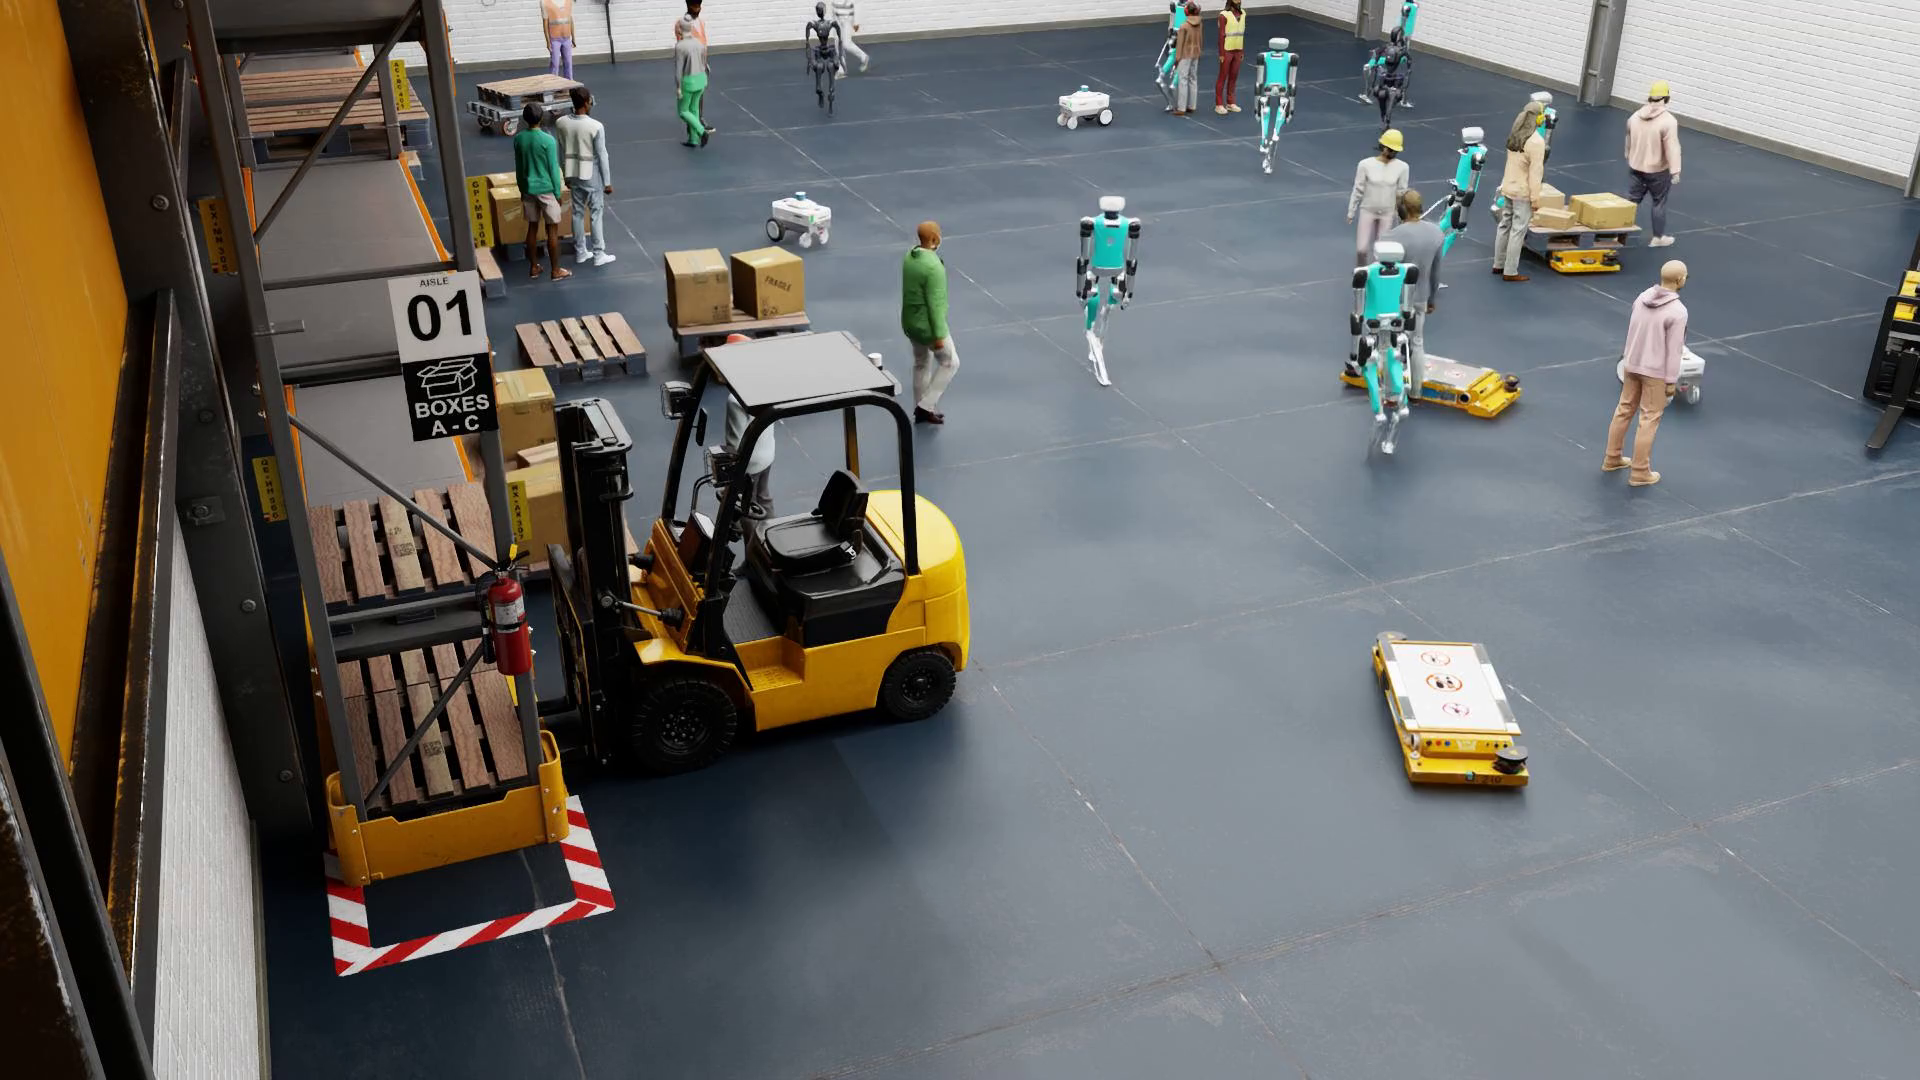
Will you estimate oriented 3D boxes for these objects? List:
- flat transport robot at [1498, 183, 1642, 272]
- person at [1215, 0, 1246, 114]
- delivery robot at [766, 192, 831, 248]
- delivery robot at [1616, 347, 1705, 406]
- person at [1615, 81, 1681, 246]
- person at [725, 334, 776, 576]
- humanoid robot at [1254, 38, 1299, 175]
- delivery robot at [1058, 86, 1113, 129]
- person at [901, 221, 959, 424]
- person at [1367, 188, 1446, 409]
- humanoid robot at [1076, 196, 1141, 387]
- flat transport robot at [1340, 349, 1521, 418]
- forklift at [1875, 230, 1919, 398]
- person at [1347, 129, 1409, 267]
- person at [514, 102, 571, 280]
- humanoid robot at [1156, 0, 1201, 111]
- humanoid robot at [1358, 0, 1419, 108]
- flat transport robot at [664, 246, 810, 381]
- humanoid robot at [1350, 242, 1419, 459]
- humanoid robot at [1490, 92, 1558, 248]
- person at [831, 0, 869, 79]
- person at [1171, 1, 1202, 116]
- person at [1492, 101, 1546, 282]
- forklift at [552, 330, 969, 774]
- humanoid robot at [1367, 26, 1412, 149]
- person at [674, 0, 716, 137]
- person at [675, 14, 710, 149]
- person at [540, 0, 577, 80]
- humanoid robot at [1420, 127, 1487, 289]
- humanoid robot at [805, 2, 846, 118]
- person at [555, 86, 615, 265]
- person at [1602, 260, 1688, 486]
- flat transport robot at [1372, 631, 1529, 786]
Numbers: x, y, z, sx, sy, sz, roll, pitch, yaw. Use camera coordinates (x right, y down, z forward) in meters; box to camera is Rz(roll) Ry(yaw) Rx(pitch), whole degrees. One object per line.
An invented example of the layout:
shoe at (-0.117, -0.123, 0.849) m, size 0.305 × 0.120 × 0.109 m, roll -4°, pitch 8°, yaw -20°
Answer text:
flat transport robot at (6.725, -3.267, 18.485) m, size 0.659 × 0.231 × 1.431 m, roll -2°, pitch 27°, yaw -4°
person at (4.026, -7.273, 24.783) m, size 0.476 × 1.768 × 0.368 m, roll -17°, pitch 31°, yaw -30°
delivery robot at (-1.836, -3.658, 18.963) m, size 0.783 × 0.612 × 0.520 m, roll 22°, pitch 34°, yaw 37°
delivery robot at (6.250, -1.556, 14.768) m, size 0.499 × 0.598 × 0.779 m, roll -5°, pitch 27°, yaw -10°
person at (7.744, -4.187, 18.590) m, size 0.631 × 1.833 × 0.816 m, roll -16°, pitch 31°, yaw -29°
person at (-1.468, -0.589, 11.520) m, size 0.345 × 1.740 × 0.572 m, roll 9°, pitch 28°, yaw 17°
humanoid robot at (3.992, -5.478, 21.263) m, size 0.536 × 1.737 × 1.008 m, roll 7°, pitch 28°, yaw 14°
delivery robot at (1.835, -6.298, 24.217) m, size 0.791 × 0.614 × 0.499 m, roll -14°, pitch 30°, yaw -26°
person at (-0.261, -1.793, 13.900) m, size 0.443 × 1.763 × 0.546 m, roll -17°, pitch 31°, yaw -29°
person at (3.800, -2.043, 14.229) m, size 0.658 × 1.927 × 0.386 m, roll -10°, pitch 28°, yaw -19°
humanoid robot at (1.292, -2.321, 15.025) m, size 0.540 × 1.754 × 0.976 m, roll 0°, pitch 27°, yaw -1°
flat transport robot at (4.189, -1.425, 14.821) m, size 1.431 × 0.231 × 0.659 m, roll 20°, pitch 33°, yaw 34°
forklift at (9.029, -2.397, 14.618) m, size 1.214 × 2.155 × 2.313 m, roll 18°, pitch 32°, yaw 32°
person at (4.242, -3.307, 16.918) m, size 0.577 × 1.740 × 0.370 m, roll 2°, pitch 27°, yaw 5°
person at (-4.450, -3.670, 17.551) m, size 0.516 × 1.837 × 0.406 m, roll 10°, pitch 28°, yaw 18°
humanoid robot at (3.161, -7.184, 24.745) m, size 0.702 × 1.875 × 0.530 m, roll -24°, pitch 35°, yaw -39°
humanoid robot at (6.446, -7.403, 25.135) m, size 1.034 × 1.765 × 0.534 m, roll 15°, pitch 30°, yaw 27°
flat transport robot at (-2.076, -1.849, 15.666) m, size 0.659 × 0.231 × 1.431 m, roll -7°, pitch 28°, yaw -14°
humanoid robot at (3.386, -1.379, 13.167) m, size 0.554 × 1.855 × 0.741 m, roll -3°, pitch 27°, yaw -7°
humanoid robot at (6.129, -4.020, 18.351) m, size 0.774 × 1.790 × 0.545 m, roll -3°, pitch 27°, yaw -5°
person at (-1.843, -8.477, 27.075) m, size 0.580 × 1.864 × 0.648 m, roll 24°, pitch 35°, yaw 39°
person at (3.379, -7.122, 24.621) m, size 0.470 × 1.645 × 0.325 m, roll -18°, pitch 32°, yaw -31°
person at (5.881, -3.661, 17.494) m, size 0.395 × 1.871 × 0.558 m, roll -6°, pitch 27°, yaw -12°
forklift at (-1.094, 0.010, 9.831) m, size 2.313 × 2.155 × 1.214 m, roll -10°, pitch 28°, yaw -20°
humanoid robot at (5.930, -6.258, 22.935) m, size 0.595 × 1.622 × 0.836 m, roll 18°, pitch 32°, yaw 32°
person at (-3.735, -6.709, 23.453) m, size 0.371 × 1.959 × 0.602 m, roll 12°, pitch 29°, yaw 22°
person at (-3.639, -6.217, 22.623) m, size 0.603 × 1.825 × 0.524 m, roll 19°, pitch 33°, yaw 34°
person at (-6.158, -7.702, 25.564) m, size 0.388 × 1.839 × 0.559 m, roll 22°, pitch 34°, yaw 37°
humanoid robot at (4.879, -3.235, 16.920) m, size 0.731 × 1.914 × 0.567 m, roll 2°, pitch 27°, yaw 4°
humanoid robot at (-1.981, -7.137, 24.623) m, size 0.589 × 1.644 × 0.507 m, roll -1°, pitch 27°, yaw -2°
person at (-4.044, -3.914, 17.953) m, size 0.595 × 1.909 × 0.410 m, roll 10°, pitch 28°, yaw 20°
person at (5.331, -1.300, 12.899) m, size 0.408 × 1.775 × 0.526 m, roll -11°, pitch 29°, yaw -20°
flat transport robot at (2.926, 0.995, 10.009) m, size 0.659 × 0.231 × 1.431 m, roll 2°, pitch 27°, yaw 3°
